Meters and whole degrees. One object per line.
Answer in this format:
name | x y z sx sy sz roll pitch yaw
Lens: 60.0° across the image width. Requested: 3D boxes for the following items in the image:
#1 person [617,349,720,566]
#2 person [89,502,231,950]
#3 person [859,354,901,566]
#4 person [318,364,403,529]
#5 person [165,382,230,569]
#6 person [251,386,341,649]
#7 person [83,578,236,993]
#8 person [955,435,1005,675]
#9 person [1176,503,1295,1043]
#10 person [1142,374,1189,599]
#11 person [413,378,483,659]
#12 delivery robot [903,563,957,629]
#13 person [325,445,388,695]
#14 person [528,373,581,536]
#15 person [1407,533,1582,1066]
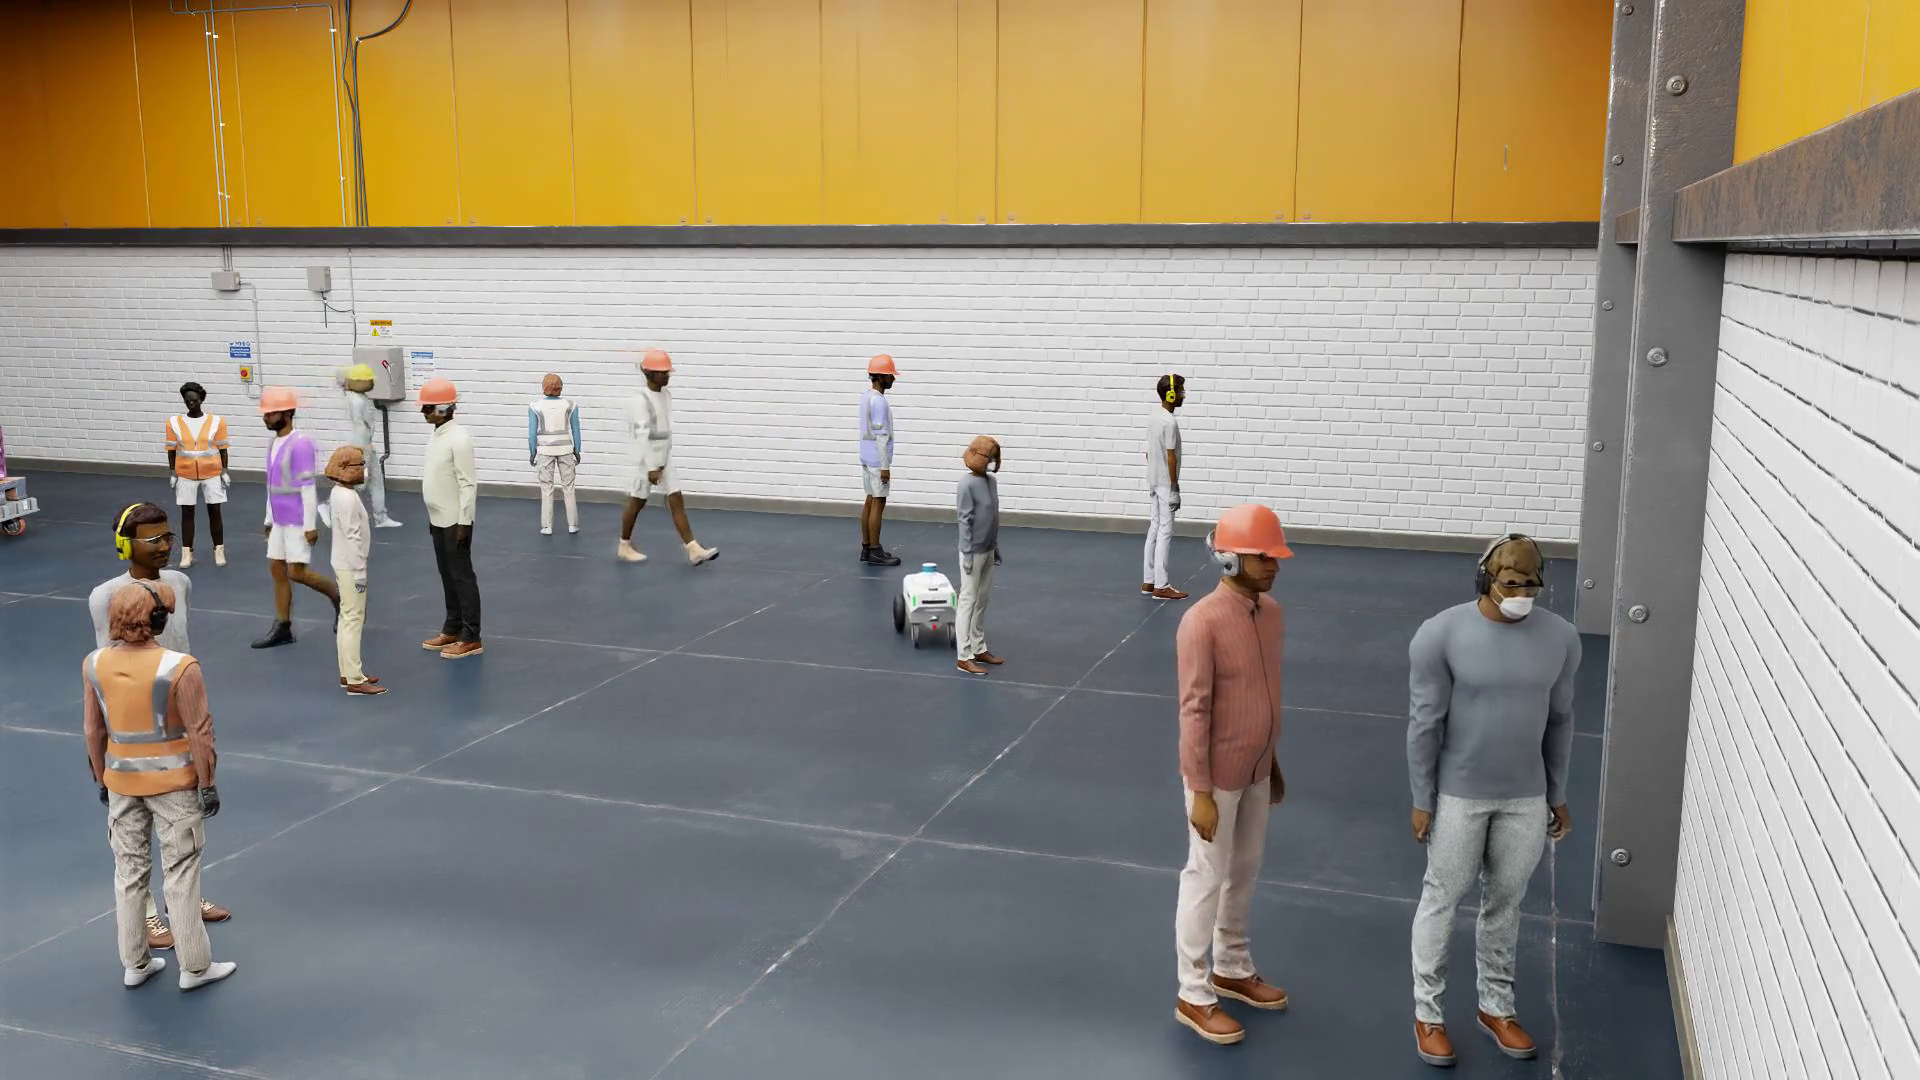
person | -2.736 -0.737 15.130 1.074 1.981 0.632 4 11 24
person | -3.371 0.763 7.004 0.329 1.872 0.507 3 11 18
person | -0.727 -0.734 15.243 0.375 1.935 0.551 -3 11 -17
person | -6.204 -0.950 17.084 0.737 1.721 0.491 -2 10 -13
person | -6.906 -0.589 15.101 0.535 1.697 0.322 -4 11 -19
person | -4.855 -0.174 12.147 0.566 1.921 0.691 10 14 43
person | -3.150 0.966 6.512 0.524 1.638 0.306 2 10 10
person | 0.141 0.091 11.451 0.279 1.633 0.499 5 11 26
person | 1.026 0.848 6.196 0.401 1.989 0.633 8 13 39
person | 1.707 -0.446 13.817 0.309 1.868 0.535 -2 10 -14
person | -3.644 -0.159 11.849 0.380 1.991 0.625 -8 13 -37
delivery robot | -0.227 0.418 12.386 0.477 0.478 0.707 -1 10 -7
person | -3.962 0.194 10.875 0.280 1.633 0.502 -5 11 -27
person | -4.088 -0.861 16.797 0.523 1.639 0.308 -4 11 -20
person | 1.901 0.917 5.964 0.629 1.933 0.377 -1 10 -8
